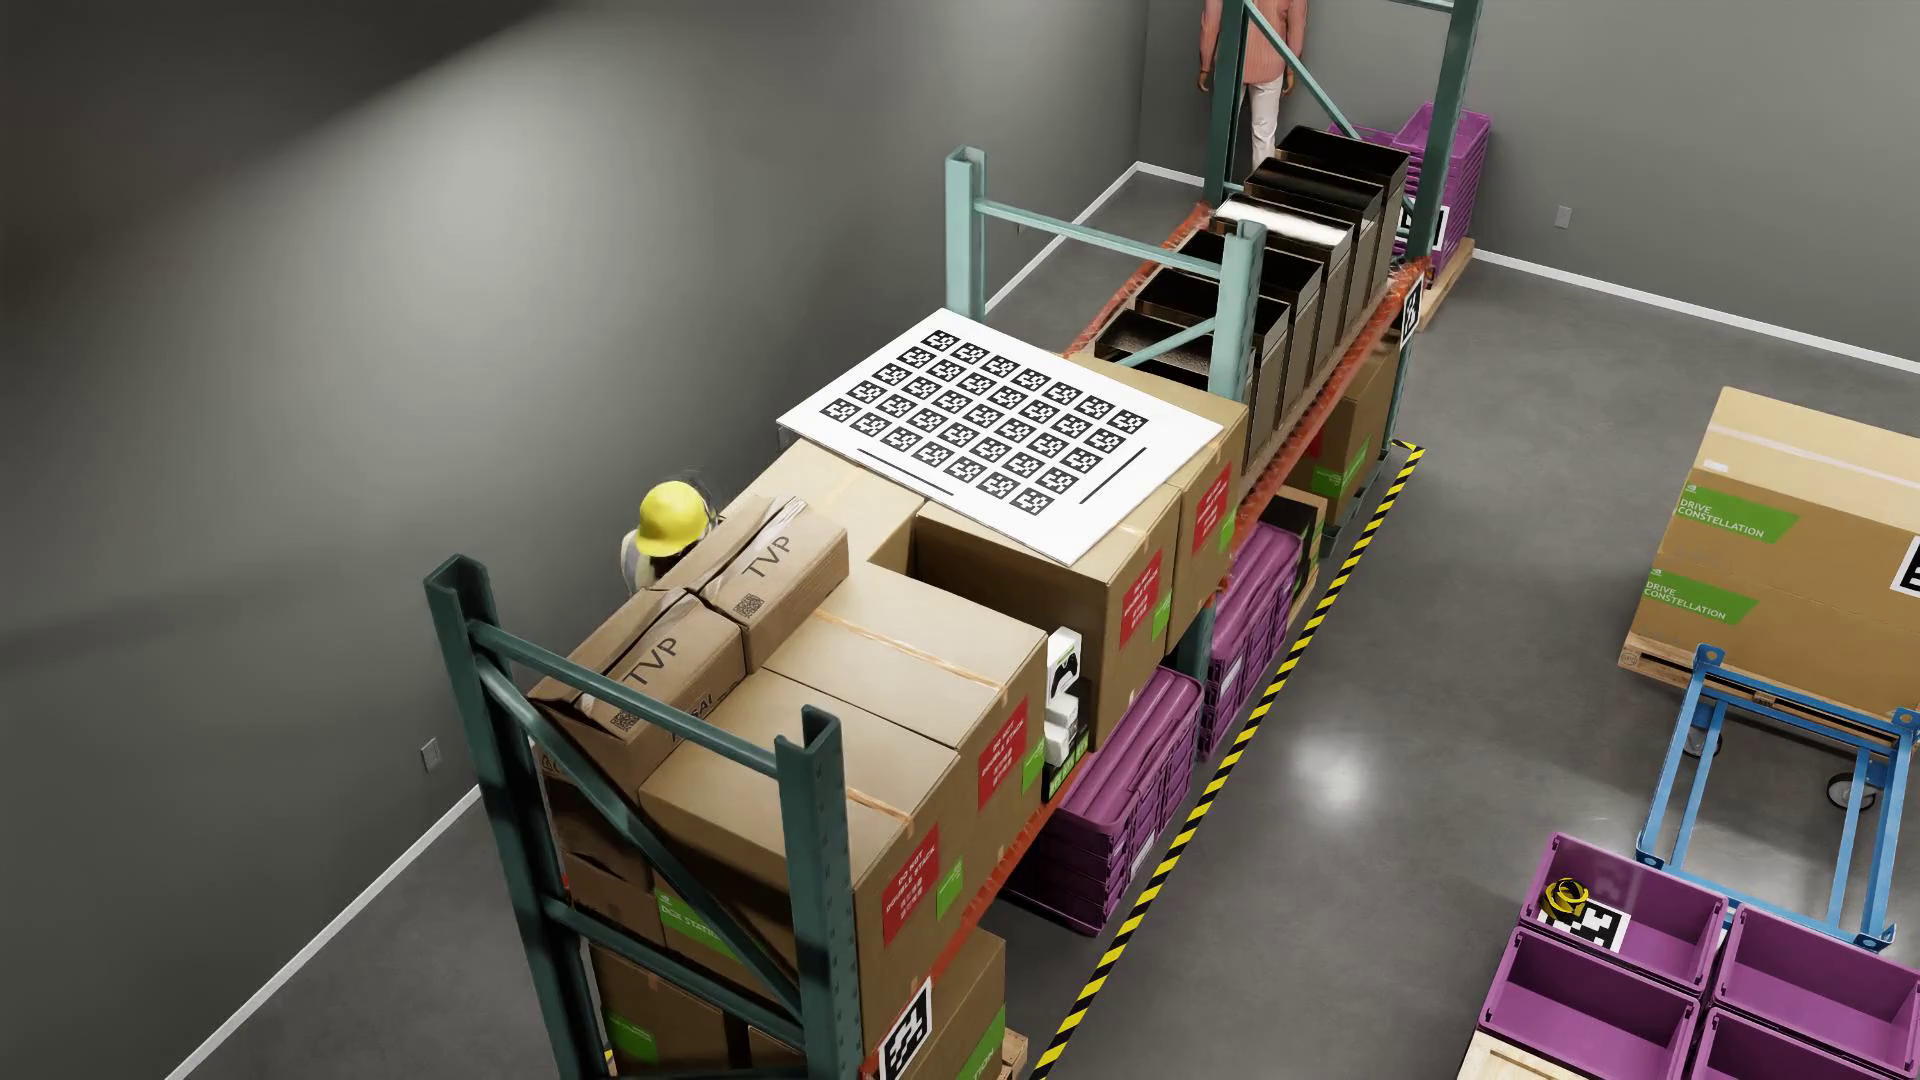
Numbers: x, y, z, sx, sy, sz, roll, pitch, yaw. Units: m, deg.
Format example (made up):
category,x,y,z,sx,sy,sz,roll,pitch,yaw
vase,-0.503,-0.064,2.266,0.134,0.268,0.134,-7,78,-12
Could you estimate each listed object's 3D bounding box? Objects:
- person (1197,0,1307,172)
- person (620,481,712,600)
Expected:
category,x,y,z,sx,sy,sz,roll,pitch,yaw
person,1.723,-2.839,9.936,0.613,1.995,0.390,6,40,7
person,-0.911,0.430,6.197,0.604,1.805,0.843,17,43,19
